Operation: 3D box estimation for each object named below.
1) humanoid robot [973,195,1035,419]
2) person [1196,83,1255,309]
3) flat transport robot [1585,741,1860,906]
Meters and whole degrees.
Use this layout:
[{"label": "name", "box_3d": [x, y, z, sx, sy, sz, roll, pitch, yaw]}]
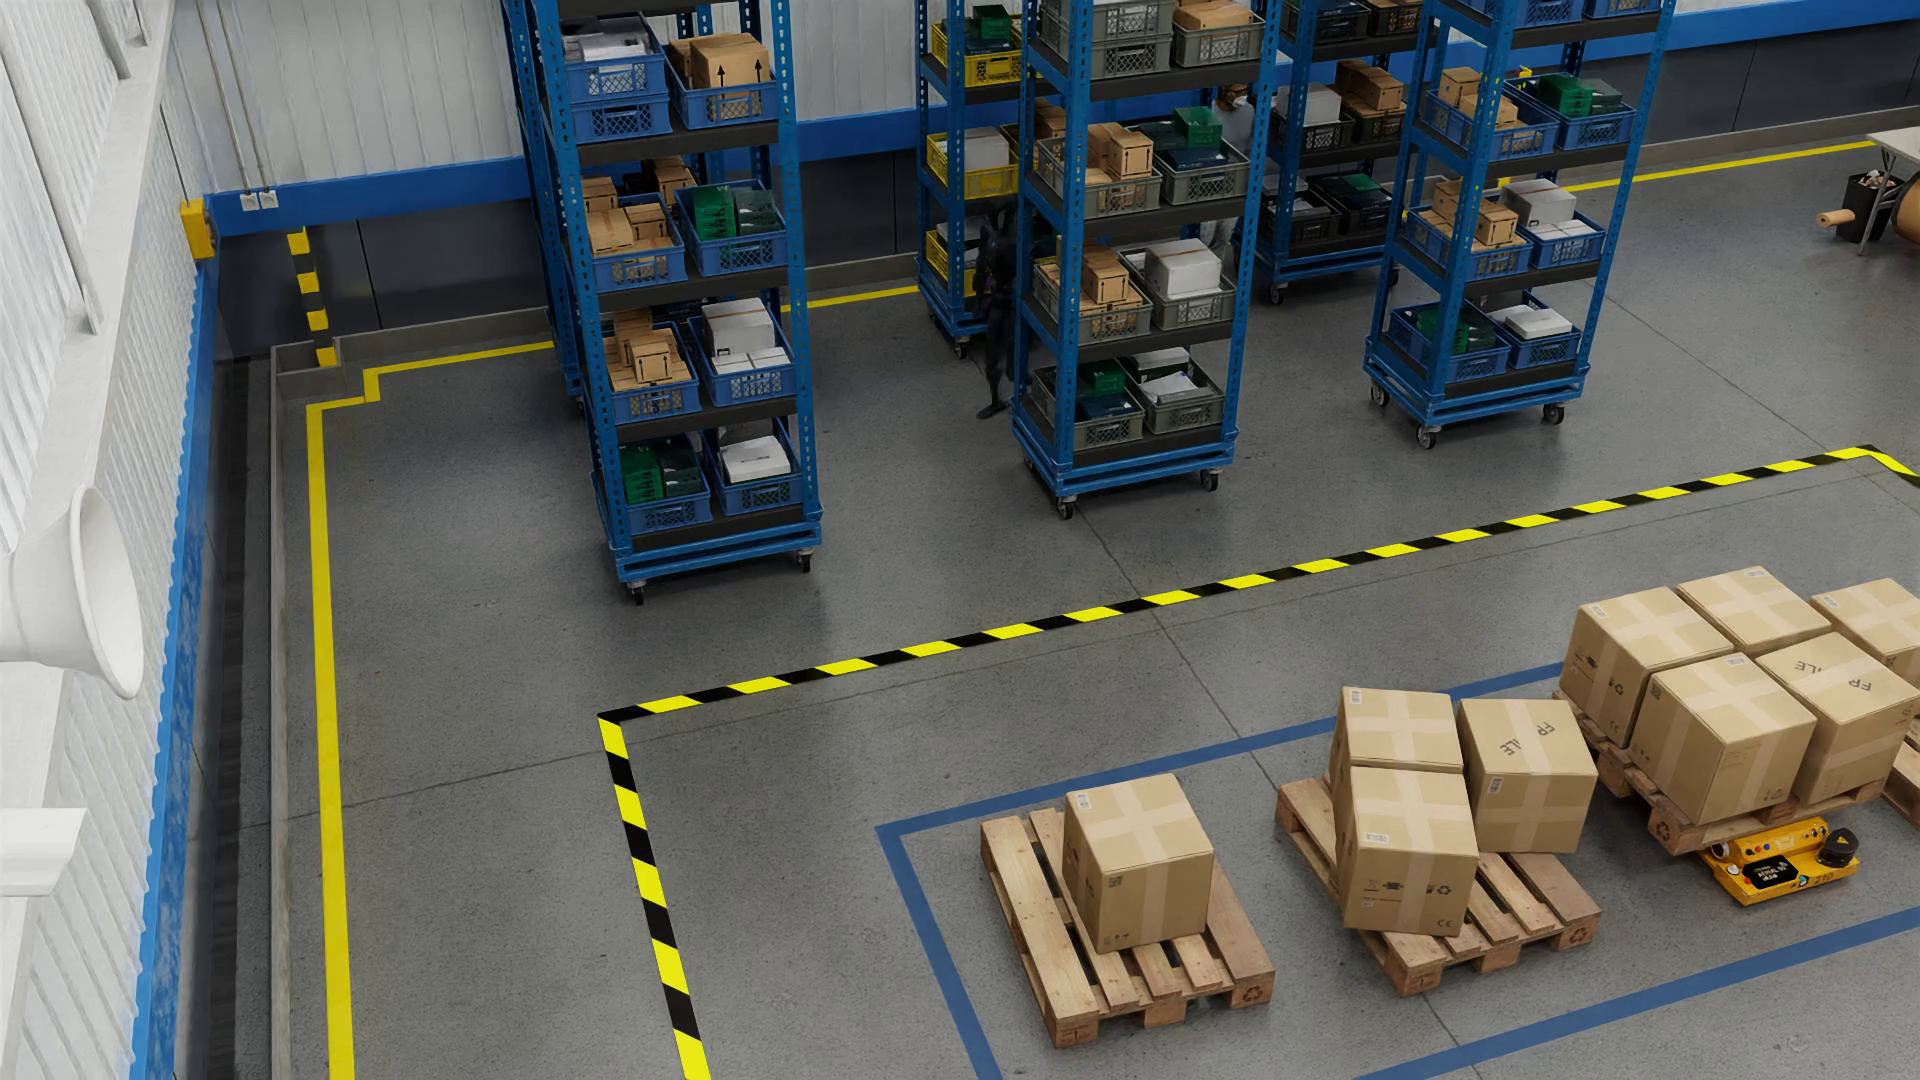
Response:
[{"label": "humanoid robot", "box_3d": [0.357, -1.572, 11.059, 0.485, 1.635, 0.609, -26, 43, -32]}, {"label": "person", "box_3d": [1.891, -2.552, 12.239, 0.620, 1.932, 0.370, -23, 41, -29]}, {"label": "flat transport robot", "box_3d": [3.738, 1.188, 8.347, 0.652, 0.197, 1.431, -11, 37, -15]}]
